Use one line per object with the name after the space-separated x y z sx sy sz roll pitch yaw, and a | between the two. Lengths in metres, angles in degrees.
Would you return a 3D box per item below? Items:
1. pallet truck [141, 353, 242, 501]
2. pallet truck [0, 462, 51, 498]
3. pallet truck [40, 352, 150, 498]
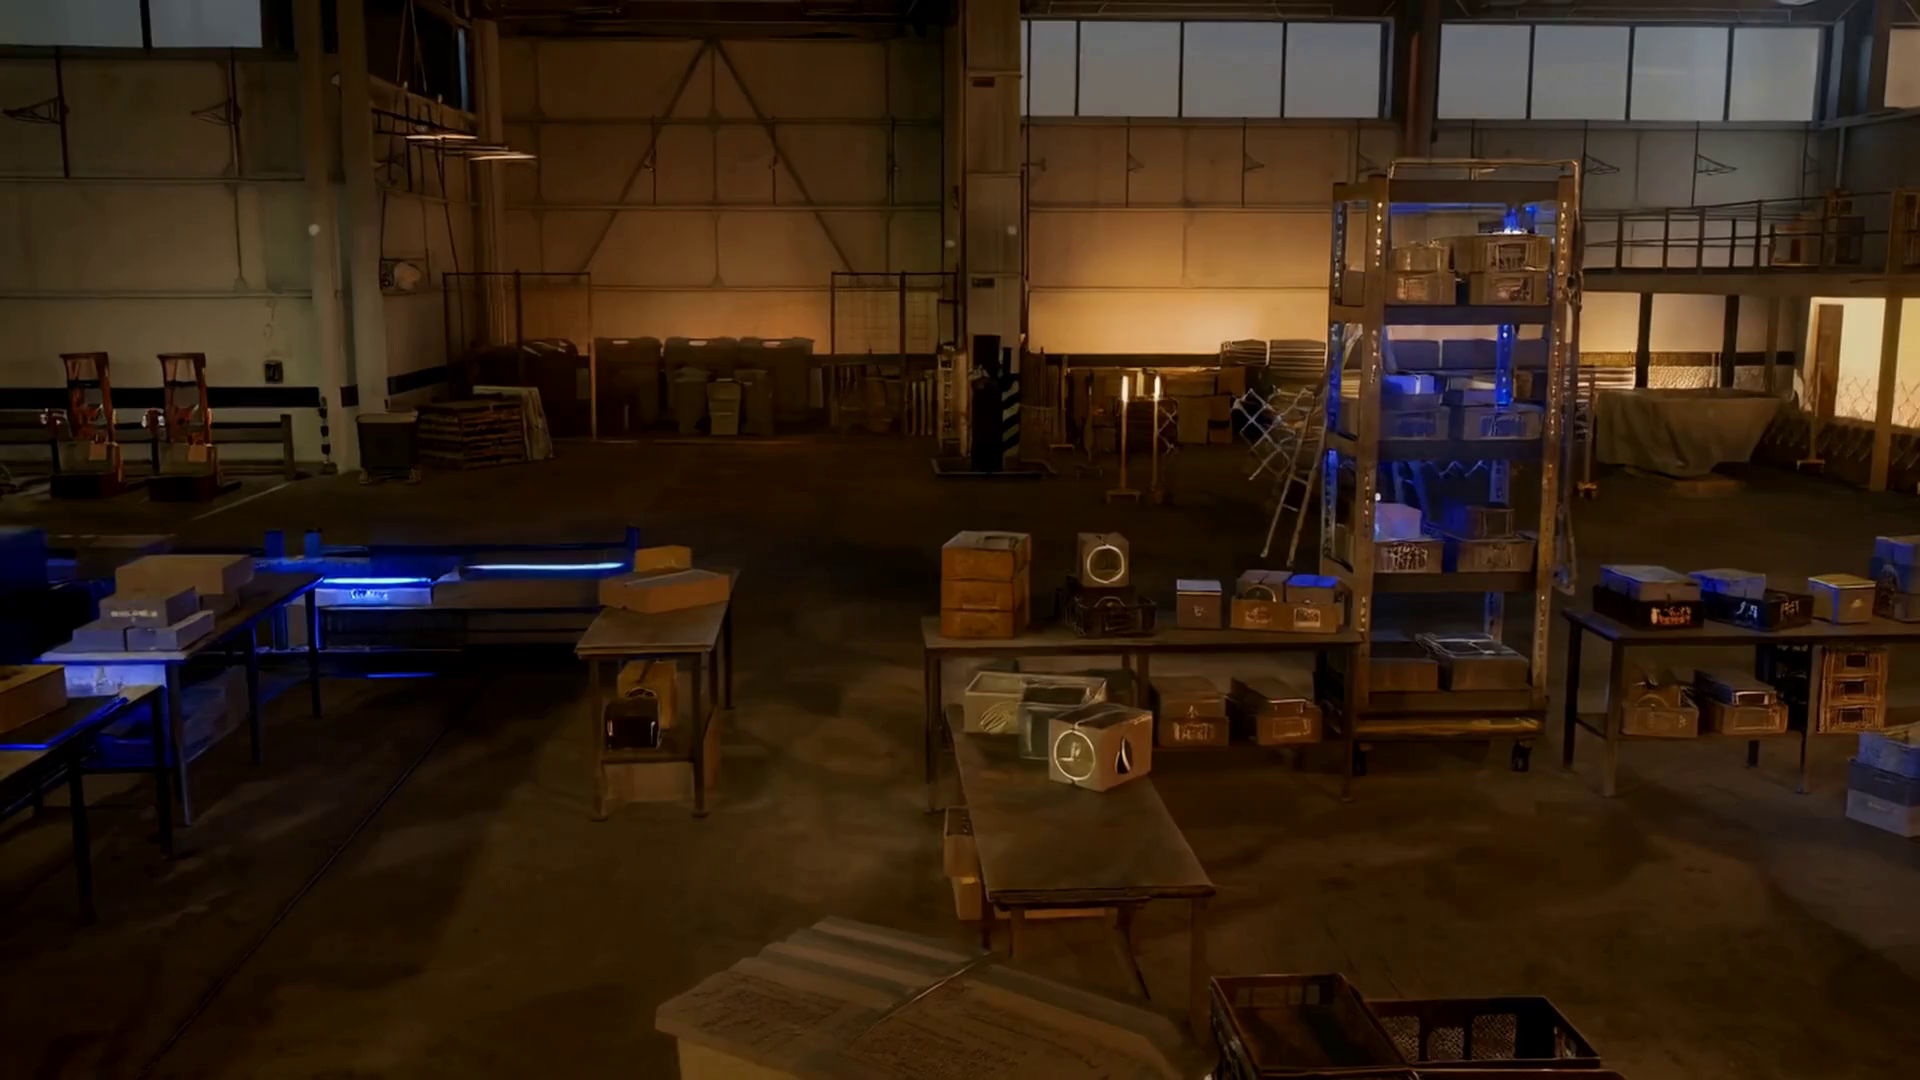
-10.520 -1.604 22.925 0.823 1.965 1.885 -1 9 -6 | pallet truck
-13.193 -1.293 23.148 0.653 1.274 1.630 -1 9 -4 | pallet truck
-11.907 -1.642 23.165 0.823 1.965 1.885 0 9 0 | pallet truck
